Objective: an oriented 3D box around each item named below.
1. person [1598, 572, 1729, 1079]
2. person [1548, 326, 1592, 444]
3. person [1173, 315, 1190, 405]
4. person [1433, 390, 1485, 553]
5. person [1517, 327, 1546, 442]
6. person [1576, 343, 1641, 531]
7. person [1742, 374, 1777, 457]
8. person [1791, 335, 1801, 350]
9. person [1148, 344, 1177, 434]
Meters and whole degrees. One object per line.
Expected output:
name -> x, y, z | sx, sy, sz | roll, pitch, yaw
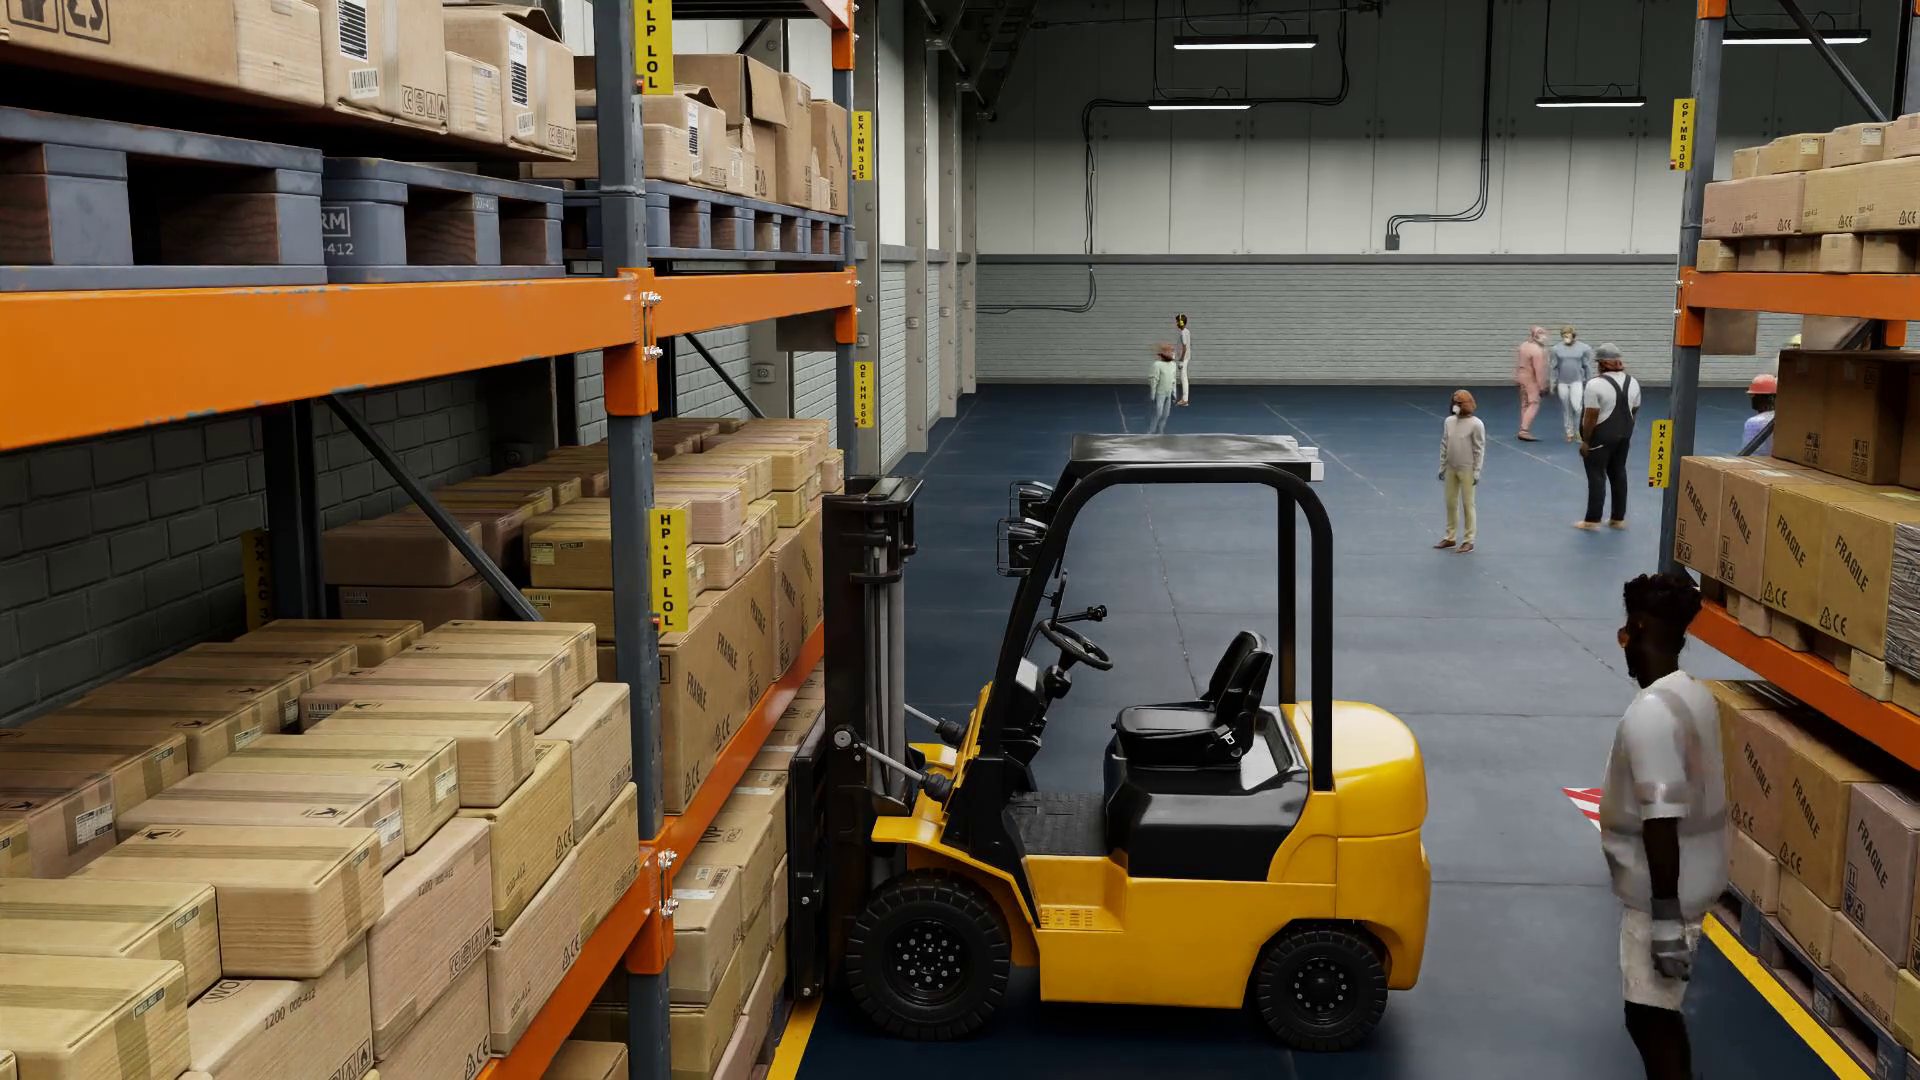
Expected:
person -> 2.162, 1.075, 5.097 | 0.457, 1.920, 0.750 | 6, 11, 32
person -> 9.793, -2.488, 26.765 | 0.656, 1.894, 0.665 | 5, 11, 28
person -> 4.556, -3.686, 34.120 | 0.328, 1.865, 0.520 | 2, 10, 12
person -> 5.010, -0.691, 16.662 | 0.268, 1.630, 0.507 | -6, 11, -31
person -> 9.367, -2.546, 27.221 | 0.453, 1.864, 0.762 | 0, 9, -3
person -> 6.983, -1.124, 18.053 | 0.688, 2.000, 0.536 | -4, 10, -21
person -> 6.999, -0.487, 14.544 | 0.552, 1.920, 0.447 | -4, 10, -24
person -> 13.148, -2.322, 26.093 | 0.937, 1.775, 0.606 | -5, 11, -27
person -> 3.256, -2.321, 26.609 | 0.570, 1.604, 0.304 | -9, 13, -42
